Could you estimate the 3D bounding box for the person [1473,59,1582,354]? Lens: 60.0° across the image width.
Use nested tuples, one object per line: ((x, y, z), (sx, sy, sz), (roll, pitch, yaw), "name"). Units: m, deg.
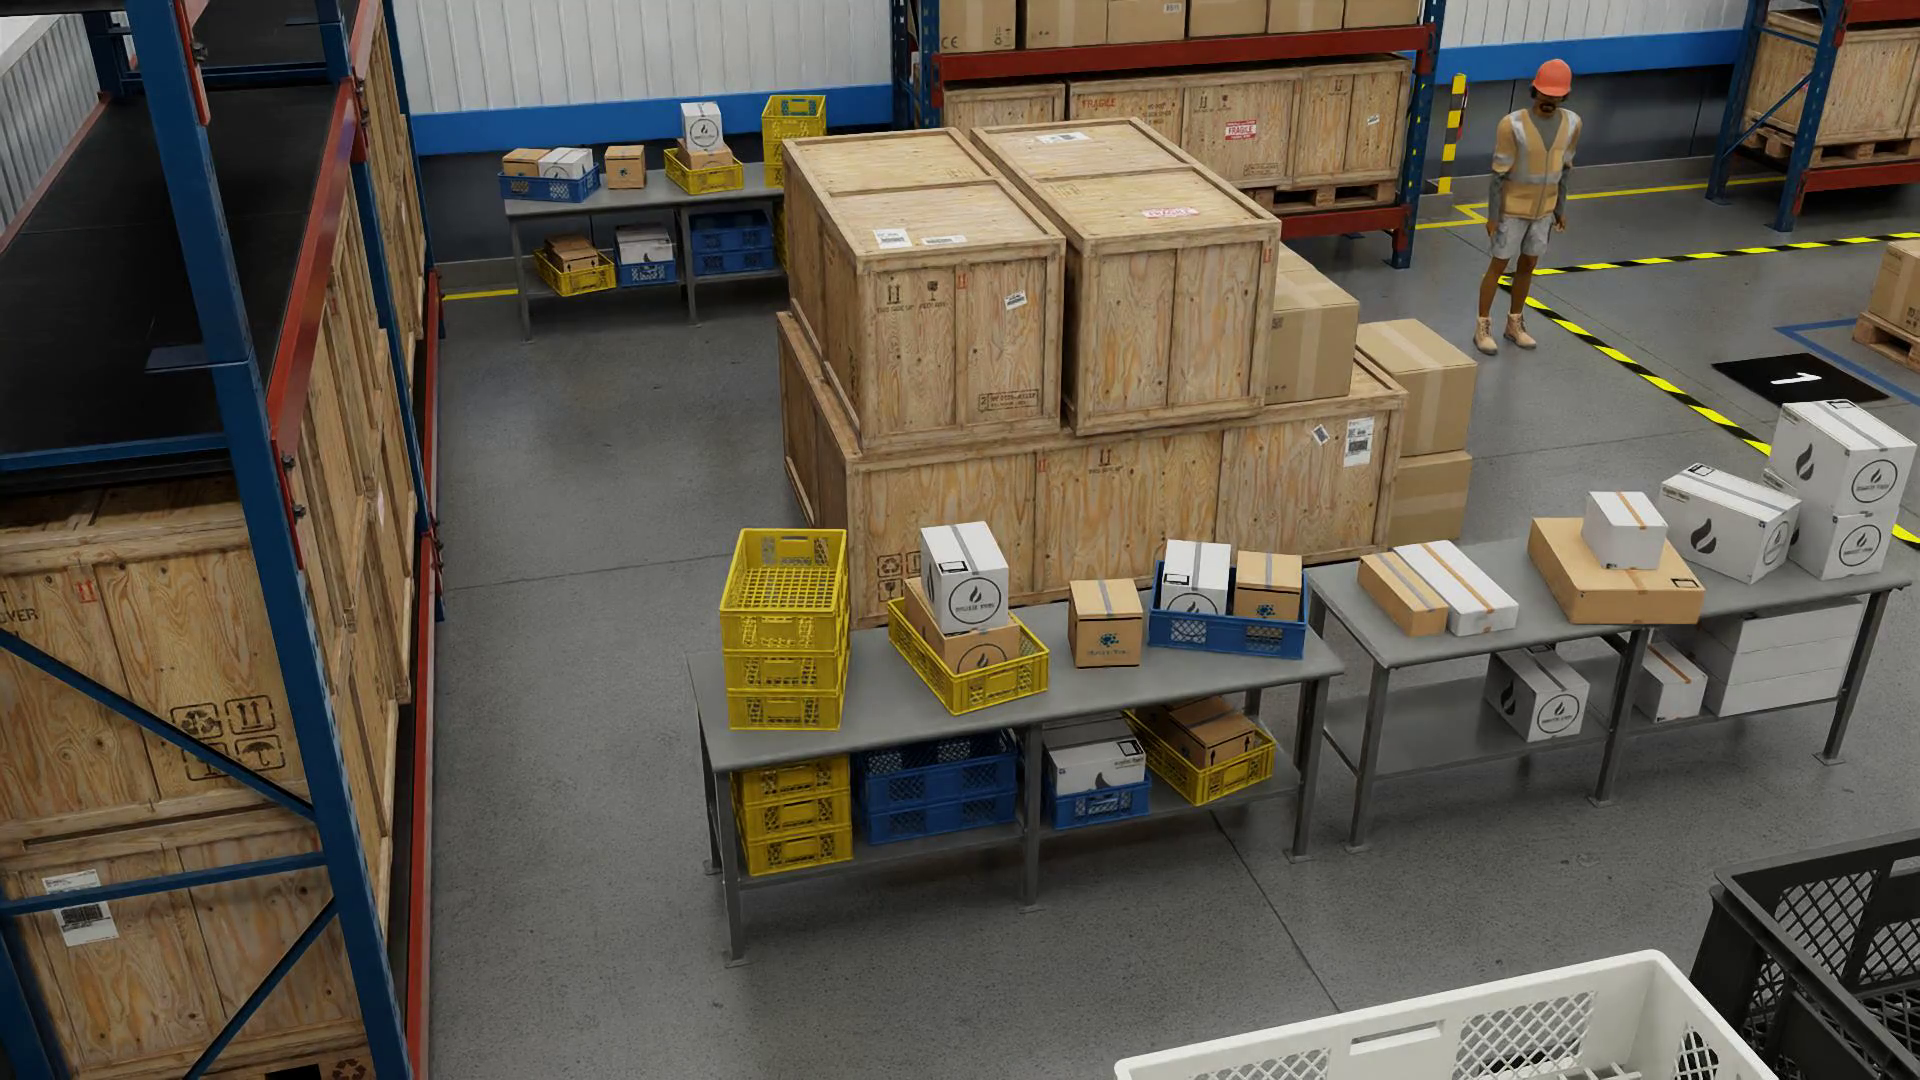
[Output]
((3.907, -2.272, 11.407), (0.607, 2.040, 0.391), (-7, 30, -12), "person")
